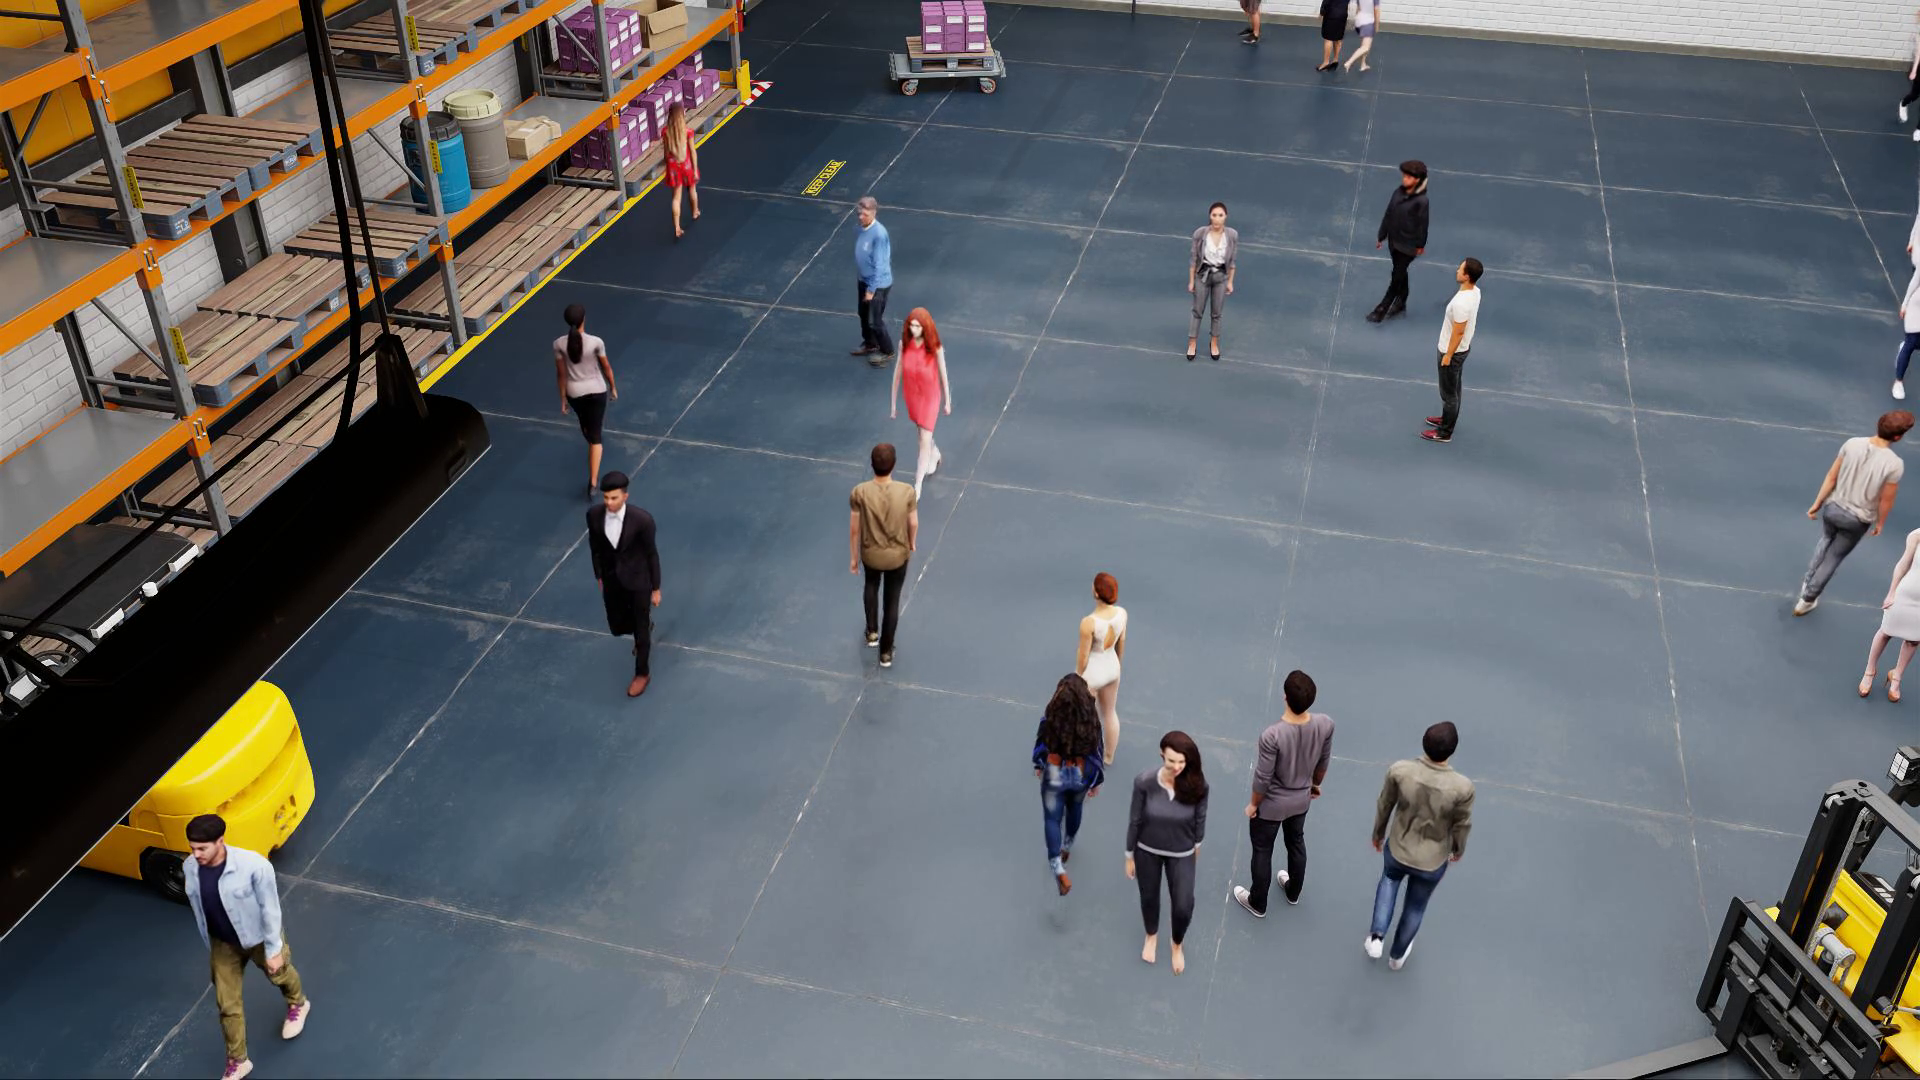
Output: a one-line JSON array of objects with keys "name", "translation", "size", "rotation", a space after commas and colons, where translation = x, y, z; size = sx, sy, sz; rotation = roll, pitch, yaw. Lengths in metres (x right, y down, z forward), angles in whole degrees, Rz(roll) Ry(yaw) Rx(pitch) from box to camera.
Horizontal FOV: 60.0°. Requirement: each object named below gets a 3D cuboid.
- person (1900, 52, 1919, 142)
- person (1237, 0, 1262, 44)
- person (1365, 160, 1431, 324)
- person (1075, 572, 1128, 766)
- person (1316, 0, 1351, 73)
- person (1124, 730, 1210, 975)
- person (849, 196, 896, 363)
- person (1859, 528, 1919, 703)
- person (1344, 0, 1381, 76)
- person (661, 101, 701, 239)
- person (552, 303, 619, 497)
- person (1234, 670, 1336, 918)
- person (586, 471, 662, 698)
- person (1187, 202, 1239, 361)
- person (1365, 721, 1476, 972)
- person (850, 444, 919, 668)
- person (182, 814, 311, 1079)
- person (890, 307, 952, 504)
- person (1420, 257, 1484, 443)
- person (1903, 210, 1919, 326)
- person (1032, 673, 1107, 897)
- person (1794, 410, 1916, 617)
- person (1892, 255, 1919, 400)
[{"name": "person", "translation": [12.962, -6.281, 22.269], "size": [0.637, 1.714, 1.122], "rotation": [8, 34, 11]}, {"name": "person", "translation": [4.588, -8.564, 25.621], "size": [0.902, 1.806, 0.705], "rotation": [3, 34, 4]}, {"name": "person", "translation": [4.739, -3.175, 17.565], "size": [1.061, 1.750, 0.986], "rotation": [-19, 38, -27]}, {"name": "person", "translation": [0.960, 0.930, 11.485], "size": [0.585, 1.643, 0.668], "rotation": [-21, 39, -29]}, {"name": "person", "translation": [5.525, -7.754, 24.529], "size": [0.792, 1.667, 0.861], "rotation": [-19, 38, -27]}, {"name": "person", "translation": [1.227, 1.813, 10.051], "size": [0.656, 1.759, 0.648], "rotation": [4, 34, 5]}, {"name": "person", "translation": [-0.821, -2.602, 16.673], "size": [0.856, 1.782, 0.813], "rotation": [-17, 37, -24]}, {"name": "person", "translation": [6.968, 0.426, 12.112], "size": [0.582, 1.789, 0.484], "rotation": [11, 35, 15]}, {"name": "person", "translation": [5.912, -7.563, 24.359], "size": [1.011, 1.537, 0.924], "rotation": [-20, 39, -28]}, {"name": "person", "translation": [-3.292, -4.290, 19.427], "size": [0.678, 1.545, 1.095], "rotation": [4, 34, 6]}, {"name": "person", "translation": [-3.299, -1.210, 14.657], "size": [0.881, 1.696, 1.242], "rotation": [-1, 34, -2]}, {"name": "person", "translation": [2.015, 1.576, 10.323], "size": [0.748, 1.853, 0.767], "rotation": [-13, 36, -18]}, {"name": "person", "translation": [-2.416, 0.249, 12.305], "size": [0.708, 1.870, 0.857], "rotation": [7, 34, 11]}, {"name": "person", "translation": [2.536, -2.616, 16.788], "size": [0.666, 1.678, 0.652], "rotation": [2, 34, 3]}, {"name": "person", "translation": [2.680, 1.889, 9.850], "size": [0.764, 1.855, 0.745], "rotation": [16, 37, 23]}, {"name": "person", "translation": [-0.574, 0.166, 12.462], "size": [0.713, 1.834, 0.768], "rotation": [1, 34, 2]}, {"name": "person", "translation": [-4.010, 2.193, 9.459], "size": [0.805, 1.781, 1.058], "rotation": [1, 34, 2]}, {"name": "person", "translation": [-0.302, -1.237, 14.631], "size": [0.739, 1.769, 1.176], "rotation": [13, 36, 19]}, {"name": "person", "translation": [4.598, -1.772, 15.404], "size": [0.731, 1.804, 0.532], "rotation": [15, 36, 21]}, {"name": "person", "translation": [10.200, -3.142, 17.478], "size": [0.656, 1.790, 0.877], "rotation": [11, 35, 16]}, {"name": "person", "translation": [0.670, 1.563, 10.568], "size": [0.745, 1.605, 1.001], "rotation": [3, 34, 5]}, {"name": "person", "translation": [6.873, -0.165, 12.936], "size": [0.915, 1.861, 0.864], "rotation": [-26, 42, -33]}, {"name": "person", "translation": [9.401, -2.273, 16.199], "size": [0.619, 1.759, 0.959], "rotation": [8, 34, 11]}]
